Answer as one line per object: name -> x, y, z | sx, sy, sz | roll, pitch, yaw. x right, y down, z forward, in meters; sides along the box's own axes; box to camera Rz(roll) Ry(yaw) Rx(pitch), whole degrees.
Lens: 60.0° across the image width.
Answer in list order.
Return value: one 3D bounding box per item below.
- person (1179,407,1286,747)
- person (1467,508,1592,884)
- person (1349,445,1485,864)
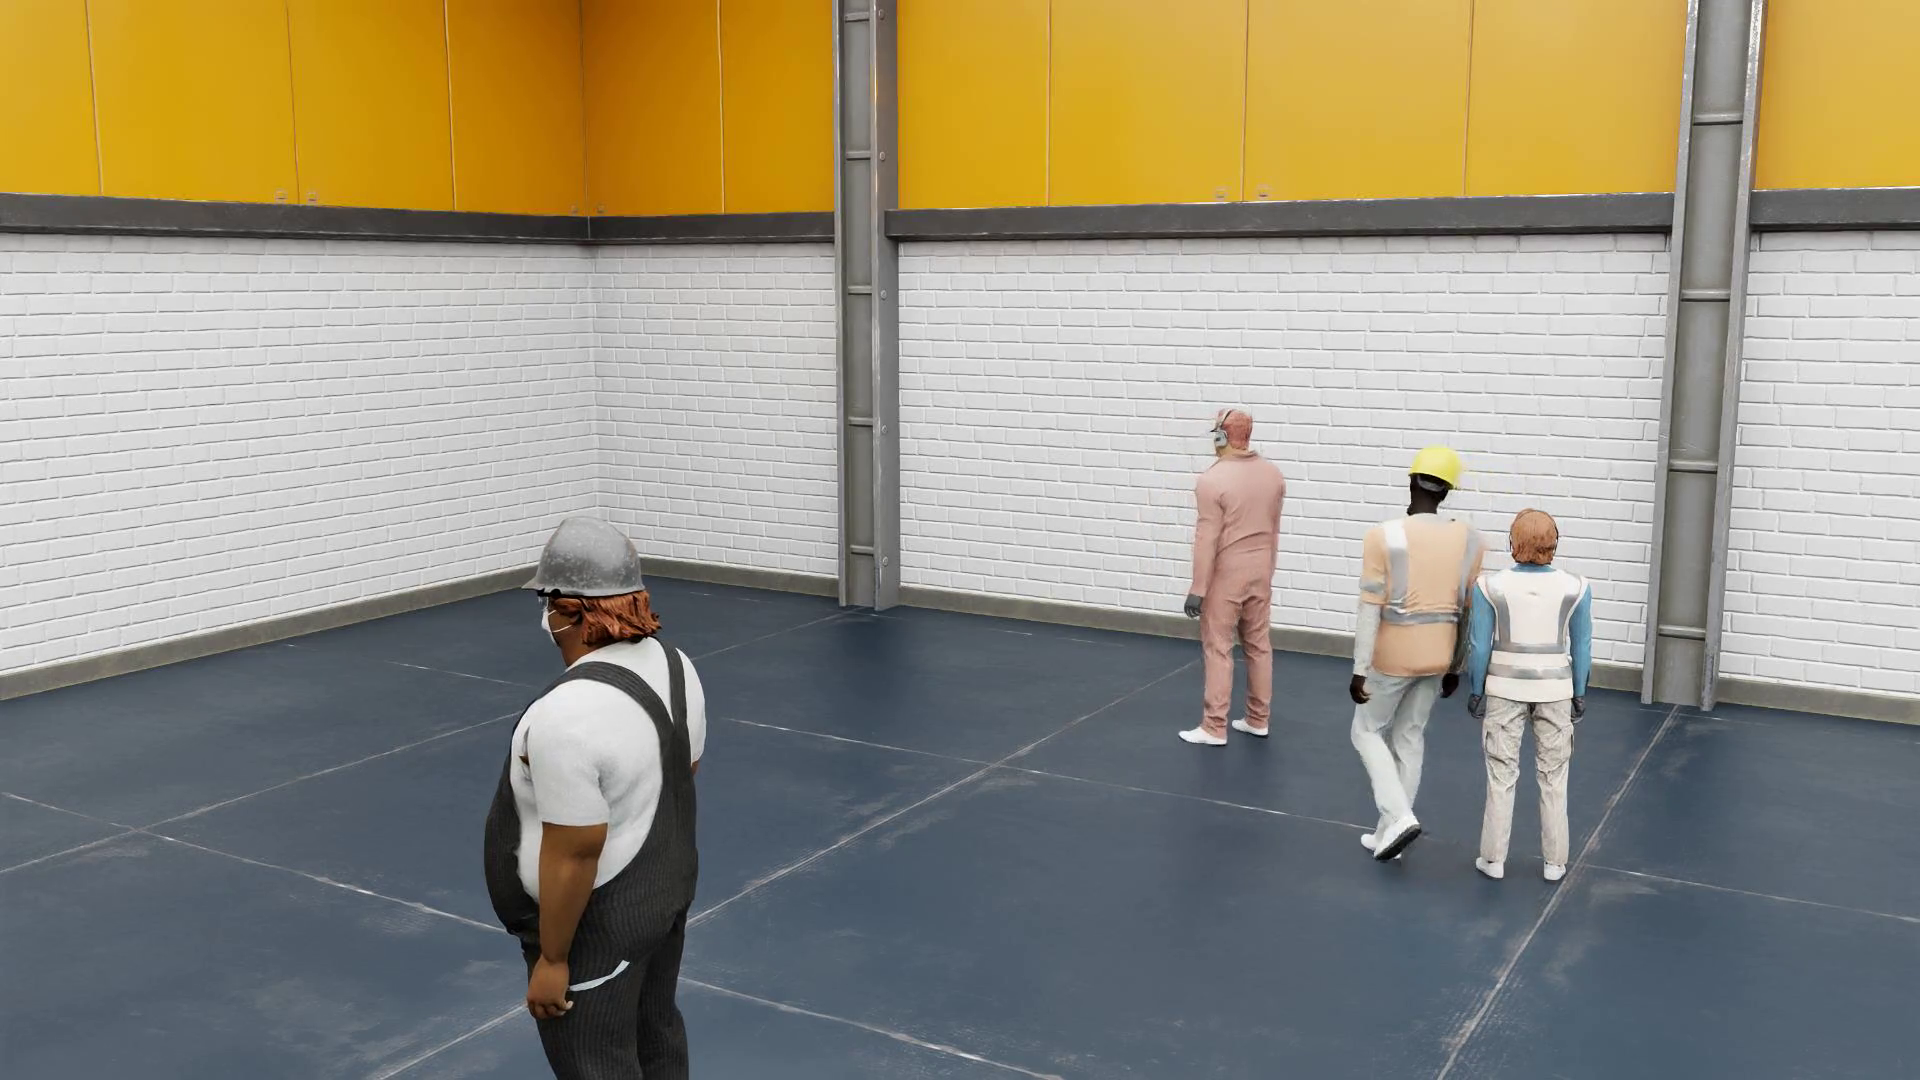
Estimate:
person -> 1.528, 0.204, 9.374 | 0.644, 1.908, 0.403 | -7, 11, -37
person -> 2.461, 0.681, 7.214 | 0.512, 1.642, 0.311 | 2, 9, 11
person -> 2.013, 0.523, 7.417 | 0.633, 1.884, 0.453 | -3, 9, -16
